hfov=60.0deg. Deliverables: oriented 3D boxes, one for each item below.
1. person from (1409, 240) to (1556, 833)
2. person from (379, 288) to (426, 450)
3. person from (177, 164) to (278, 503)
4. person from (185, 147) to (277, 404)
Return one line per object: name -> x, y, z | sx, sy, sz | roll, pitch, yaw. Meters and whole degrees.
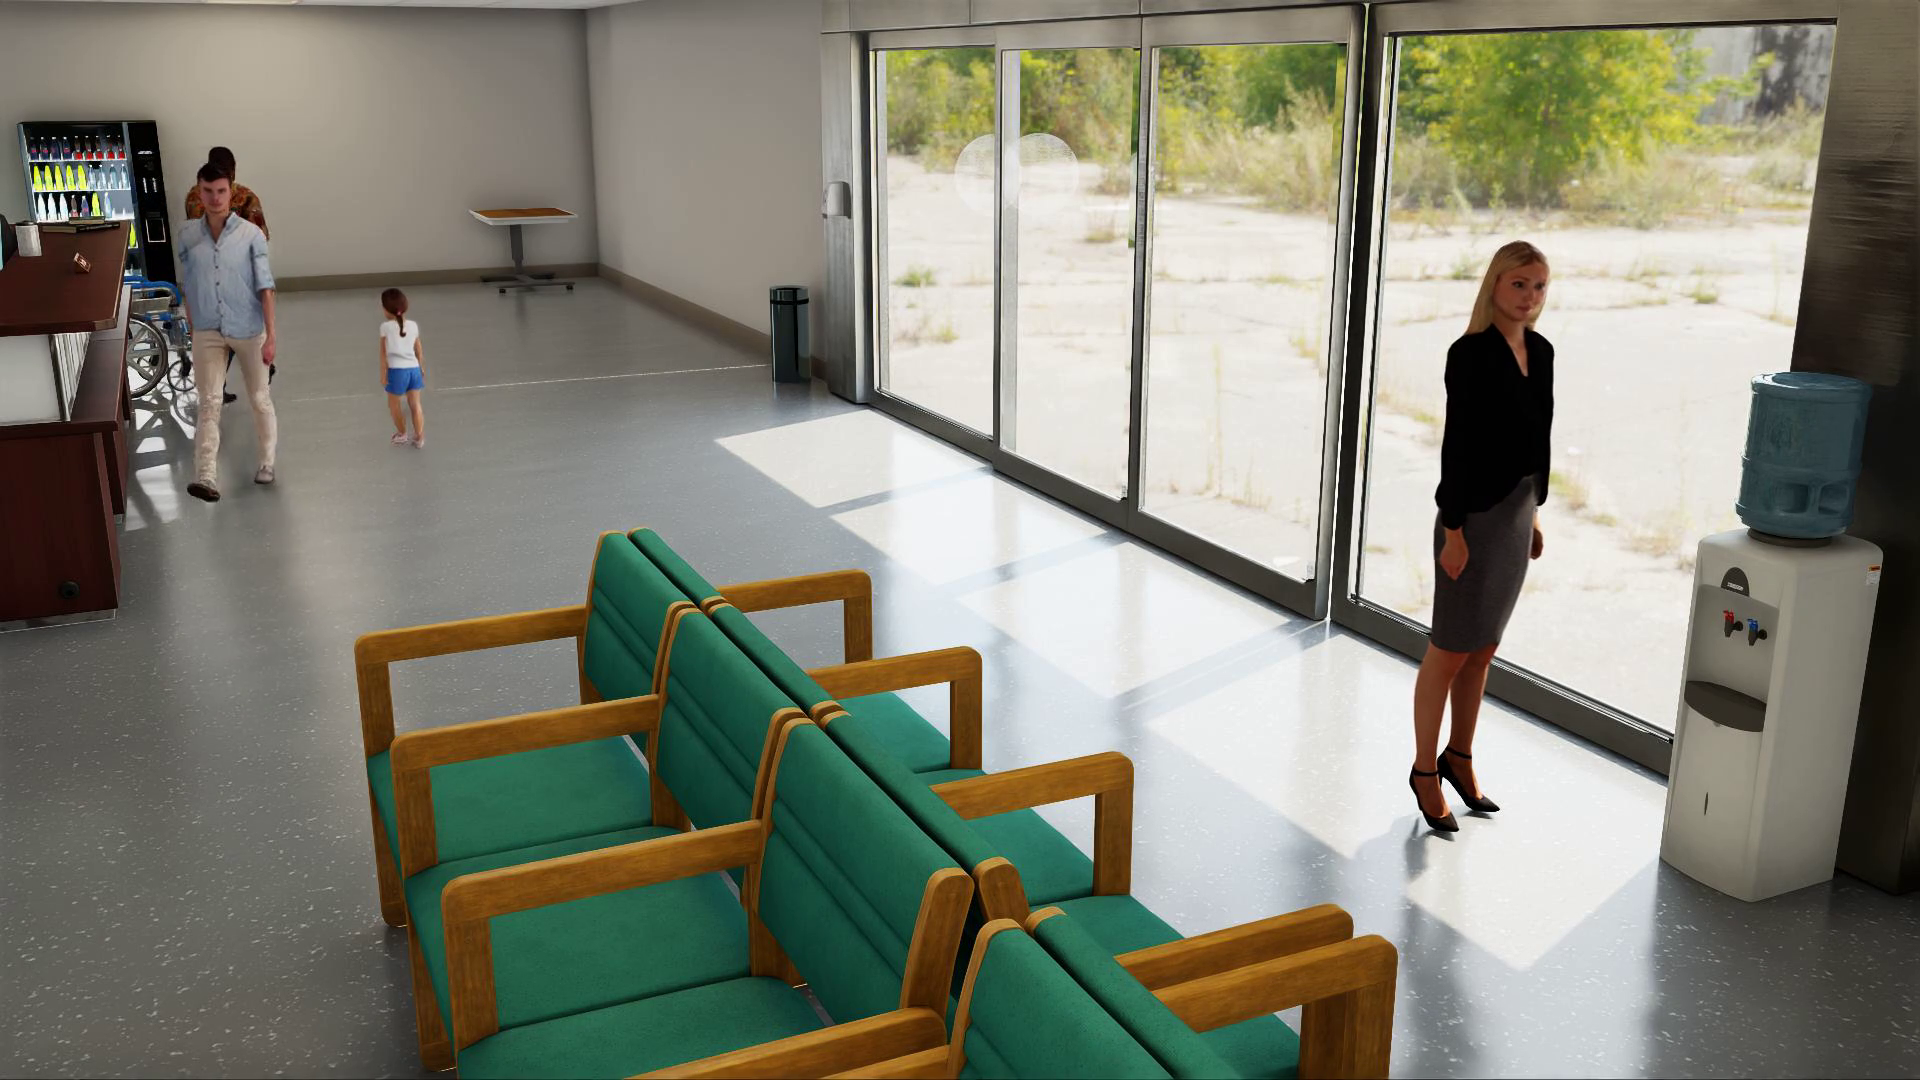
person -> 1.609, 0.003, 5.124 | 0.551, 1.841, 0.708 | -12, 20, -36
person -> -3.492, -1.064, 10.449 | 0.490, 1.006, 0.581 | -13, 21, -39
person -> -4.023, -1.143, 9.270 | 1.197, 1.798, 0.935 | -2, 16, -8
person -> -5.152, -1.798, 11.609 | 1.185, 1.750, 1.118 | 1, 16, 4
